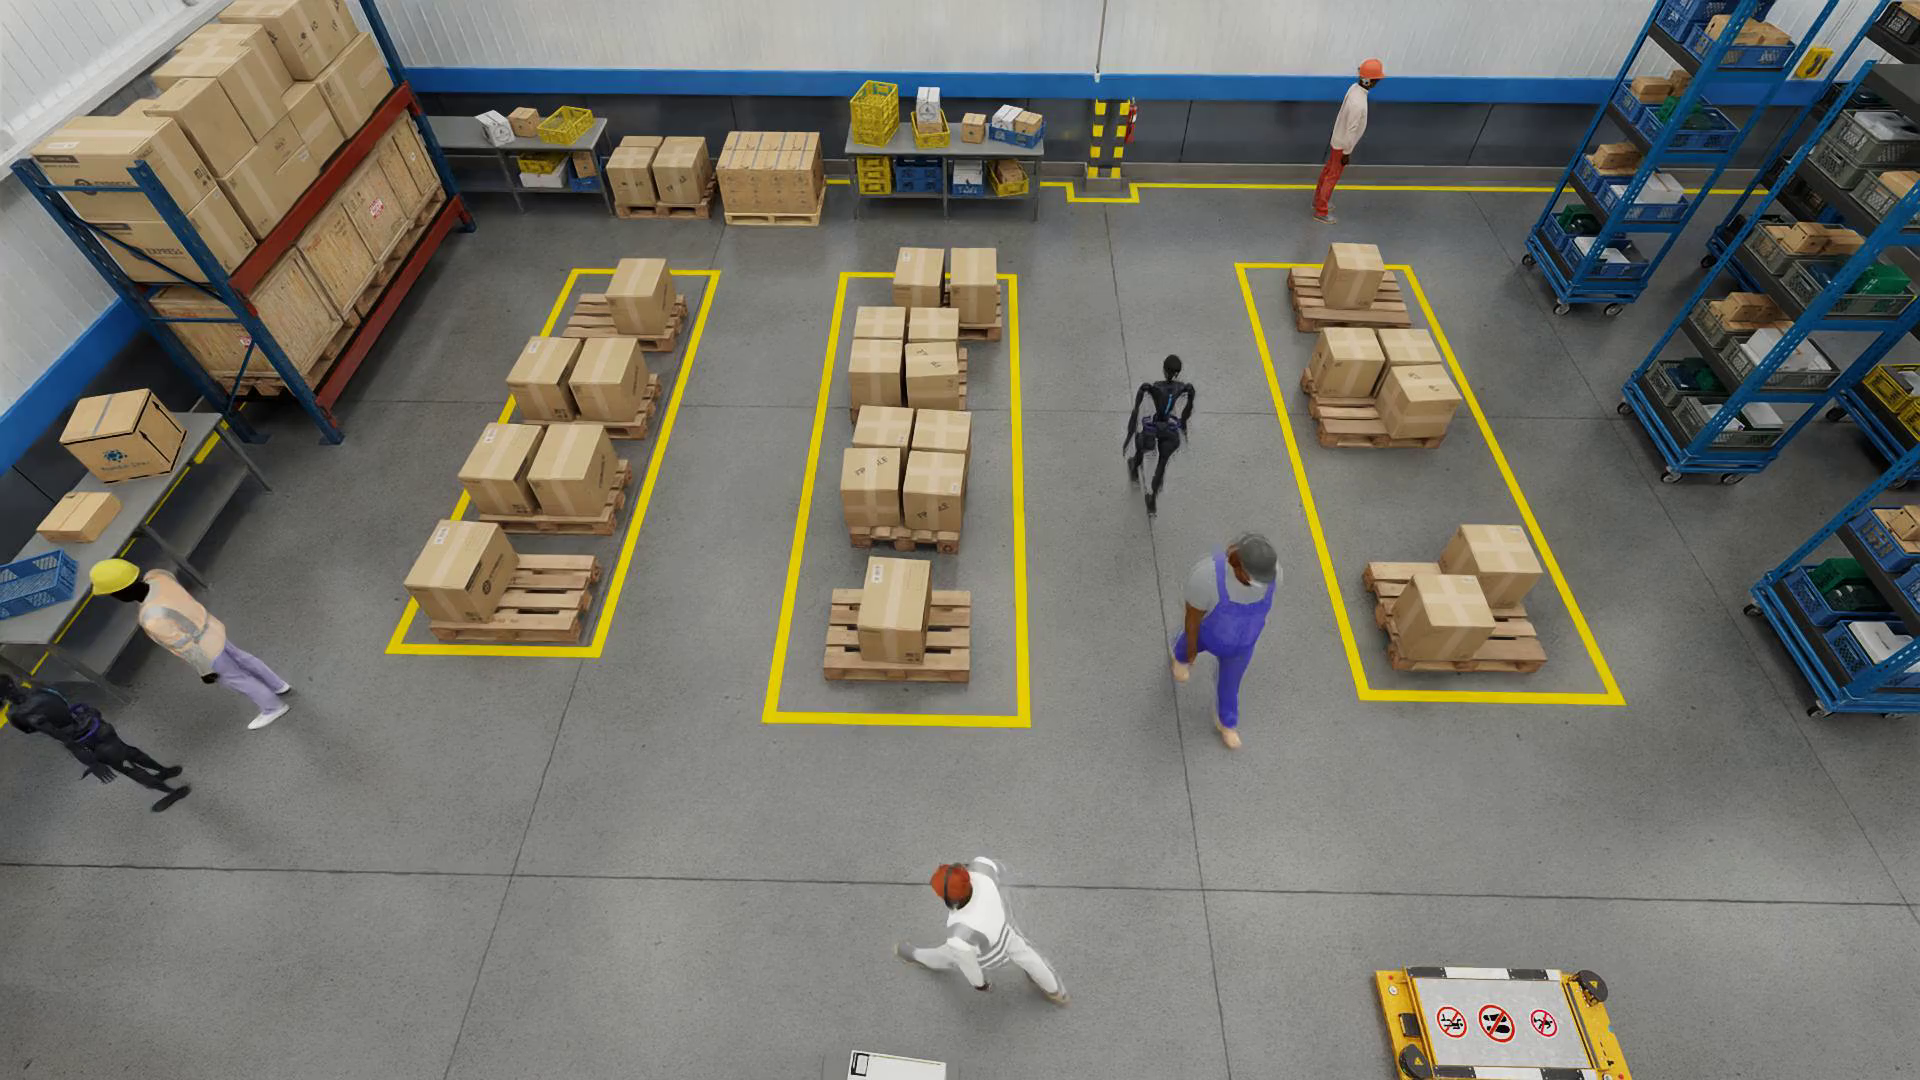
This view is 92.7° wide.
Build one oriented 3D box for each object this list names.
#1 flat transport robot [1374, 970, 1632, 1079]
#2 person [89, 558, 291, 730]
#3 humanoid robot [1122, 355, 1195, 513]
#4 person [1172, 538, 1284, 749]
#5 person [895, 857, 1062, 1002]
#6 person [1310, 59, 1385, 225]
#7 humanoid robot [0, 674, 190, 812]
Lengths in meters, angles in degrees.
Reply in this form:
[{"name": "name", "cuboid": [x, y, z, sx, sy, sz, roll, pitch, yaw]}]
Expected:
[{"name": "flat transport robot", "cuboid": [3.501, 3.133, 5.914, 1.431, 0.197, 0.652, 1, 51, 1]}, {"name": "person", "cuboid": [-5.650, 0.767, 6.793, 0.376, 1.925, 0.590, -24, 55, -18]}, {"name": "humanoid robot", "cuboid": [1.815, -1.021, 8.426, 0.613, 1.627, 0.734, 1, 51, 1]}, {"name": "person", "cuboid": [1.967, 0.660, 6.806, 0.684, 2.000, 0.978, 0, 51, 0]}, {"name": "person", "cuboid": [0.154, 2.393, 5.562, 1.158, 1.792, 0.591, 18, 53, 14]}, {"name": "person", "cuboid": [4.799, -4.951, 11.409, 0.375, 1.995, 0.608, 9, 51, 7]}, {"name": "humanoid robot", "cuboid": [-6.125, 1.411, 6.431, 0.597, 1.652, 0.334, 31, 57, 23]}]
